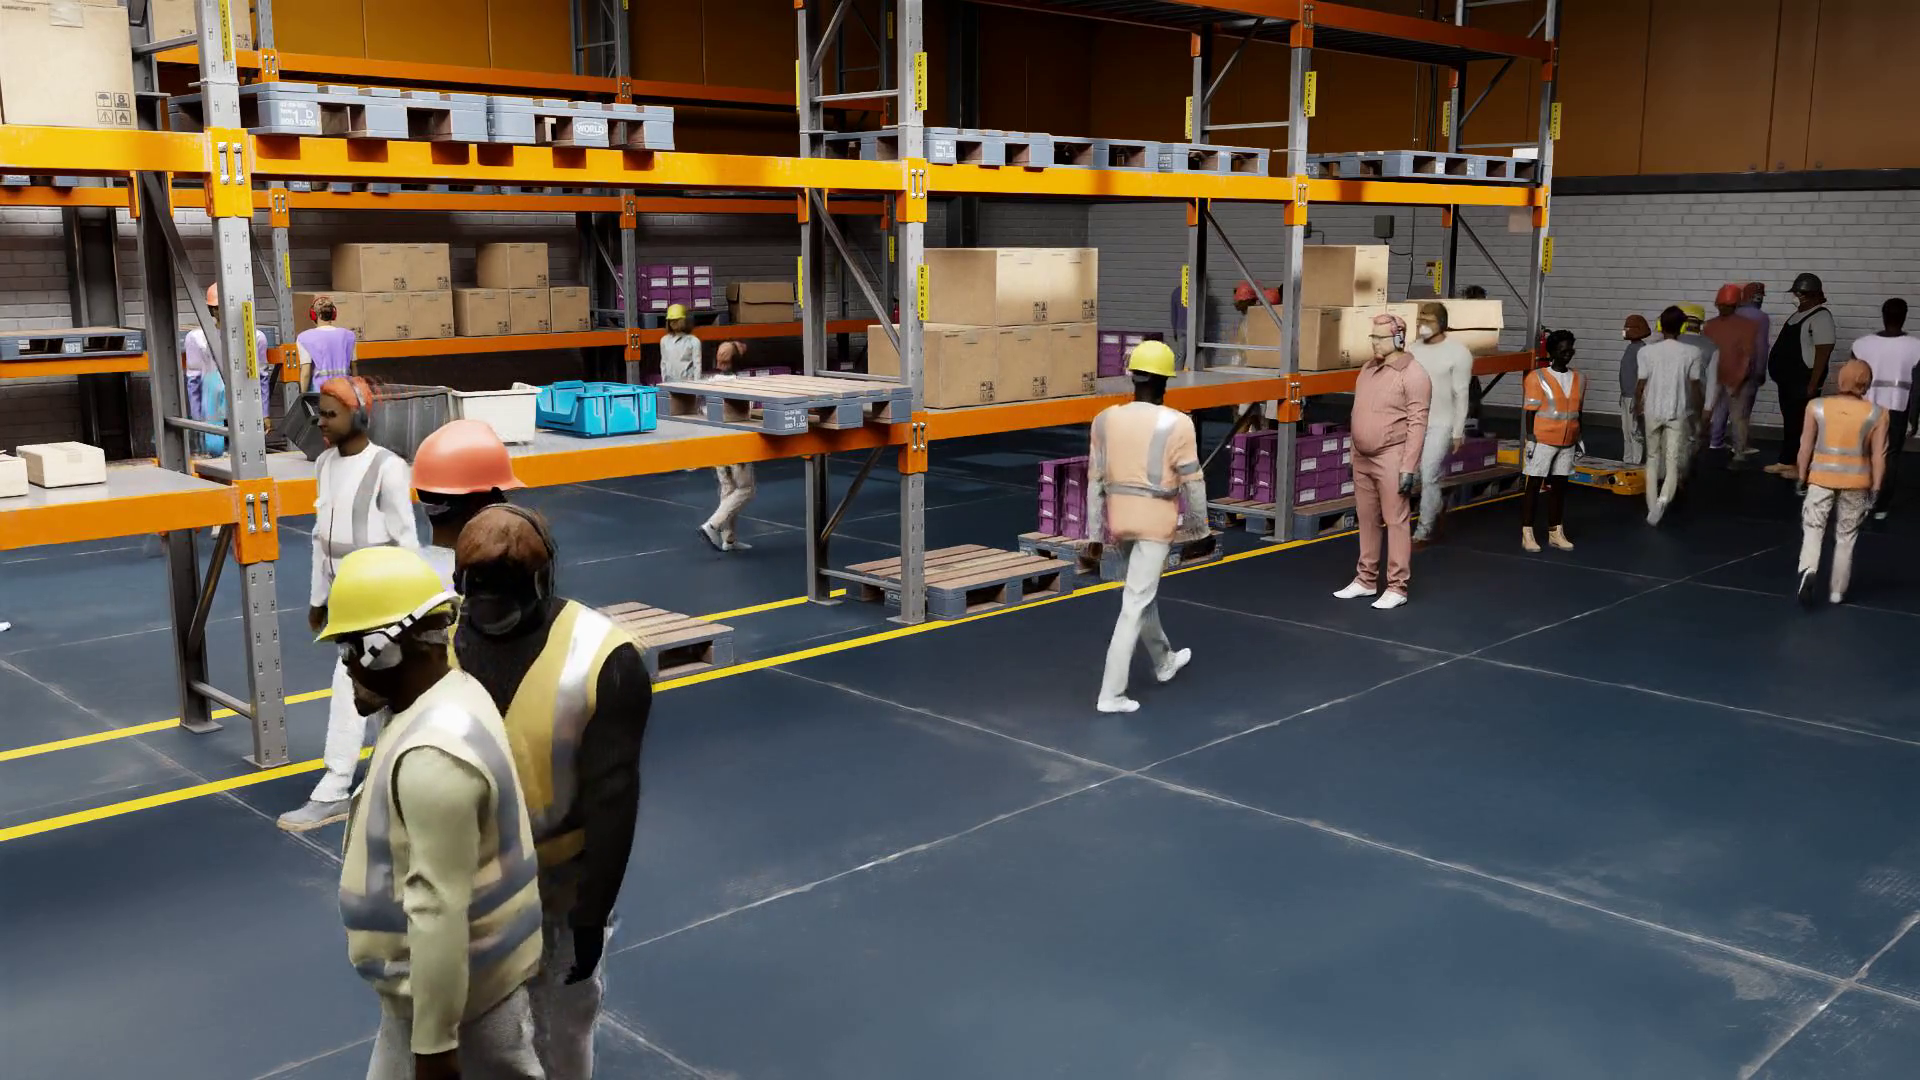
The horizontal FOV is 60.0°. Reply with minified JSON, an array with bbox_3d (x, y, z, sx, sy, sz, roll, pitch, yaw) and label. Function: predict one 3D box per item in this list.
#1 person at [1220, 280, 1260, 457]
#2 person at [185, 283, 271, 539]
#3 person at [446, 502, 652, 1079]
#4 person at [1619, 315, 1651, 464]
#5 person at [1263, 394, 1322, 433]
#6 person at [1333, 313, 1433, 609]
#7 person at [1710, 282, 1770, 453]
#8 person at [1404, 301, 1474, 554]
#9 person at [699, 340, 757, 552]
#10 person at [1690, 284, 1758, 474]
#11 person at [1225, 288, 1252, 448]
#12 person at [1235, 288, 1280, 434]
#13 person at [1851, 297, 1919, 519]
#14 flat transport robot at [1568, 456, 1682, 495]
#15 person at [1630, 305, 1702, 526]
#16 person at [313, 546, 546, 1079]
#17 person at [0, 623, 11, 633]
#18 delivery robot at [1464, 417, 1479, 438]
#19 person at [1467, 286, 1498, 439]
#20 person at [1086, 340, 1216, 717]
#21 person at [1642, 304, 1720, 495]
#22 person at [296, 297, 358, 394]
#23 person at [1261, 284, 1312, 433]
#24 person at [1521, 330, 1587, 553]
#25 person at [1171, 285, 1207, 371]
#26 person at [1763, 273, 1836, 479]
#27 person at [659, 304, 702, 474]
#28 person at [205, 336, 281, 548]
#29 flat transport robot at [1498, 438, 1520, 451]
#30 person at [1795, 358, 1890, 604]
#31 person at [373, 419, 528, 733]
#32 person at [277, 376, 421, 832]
[{"bbox_3d":[3.068,-1.821,17.883,0.611,1.915,0.565,2,11,12],"label":"person"},{"bbox_3d":[-5.809,-1.031,13.261,0.608,2.044,0.370,-6,12,-28],"label":"person"},{"bbox_3d":[-1.022,0.807,3.851,0.643,1.818,0.508,1,10,5],"label":"person"},{"bbox_3d":[6.581,-1.388,16.325,0.281,1.633,0.500,1,10,6],"label":"person"},{"bbox_3d":[3.319,-1.595,16.813,1.007,1.876,0.592,-3,11,-18],"label":"person"},{"bbox_3d":[2.737,-0.512,10.807,0.411,1.908,0.643,-5,12,-26],"label":"person"},{"bbox_3d":[8.723,-1.911,18.492,0.407,1.894,0.662,-3,11,-18],"label":"person"},{"bbox_3d":[3.623,-0.869,12.712,0.677,1.919,0.635,-9,14,-40],"label":"person"},{"bbox_3d":[-1.763,-0.682,12.509,0.432,1.626,0.519,-8,13,-36],"label":"person"},{"bbox_3d":[7.721,-1.617,16.814,1.026,1.929,0.591,-10,14,-43],"label":"person"},{"bbox_3d":[3.338,-1.953,18.845,0.593,1.845,0.567,-2,11,-10],"label":"person"},{"bbox_3d":[2.975,-1.566,16.602,0.591,1.889,0.778,5,12,27],"label":"person"},{"bbox_3d":[7.753,-1.083,13.973,0.591,1.896,0.738,7,13,34],"label":"person"},{"bbox_3d":[6.120,-0.638,15.950,0.652,0.197,1.431,-5,11,-25],"label":"flat transport robot"},{"bbox_3d":[5.800,-0.998,13.652,0.551,1.837,0.797,4,11,23],"label":"person"},{"bbox_3d":[-1.021,0.888,3.552,0.879,1.778,0.608,-4,11,-20],"label":"person"},{"bbox_3d":[-6.226,-0.283,9.682,0.640,1.865,0.975,7,12,33],"label":"person"},{"bbox_3d":[5.388,-1.264,18.333,0.477,0.478,0.707,-3,11,-18],"label":"delivery robot"},{"bbox_3d":[6.031,-2.066,19.534,0.709,1.808,0.612,2,11,11],"label":"person"},{"bbox_3d":[0.982,-0.076,8.521,0.594,1.870,1.009,9,14,42],"label":"person"},{"bbox_3d":[6.678,-1.296,15.466,0.647,1.784,0.892,5,12,27],"label":"person"},{"bbox_3d":[-5.778,-1.300,15.261,0.374,1.843,0.573,9,14,40],"label":"person"},{"bbox_3d":[3.118,-1.480,15.918,0.362,1.965,0.612,-10,14,-43],"label":"person"},{"bbox_3d":[4.528,-0.752,12.680,0.531,1.697,0.320,-3,11,-16],"label":"person"},{"bbox_3d":[3.437,-3.120,24.949,0.374,1.936,0.627,-9,14,-41],"label":"person"},{"bbox_3d":[8.331,-1.636,16.564,0.539,2.000,0.688,0,10,3],"label":"person"},{"bbox_3d":[-2.847,-1.501,16.716,0.508,1.701,0.849,3,11,18],"label":"person"},{"bbox_3d":[-5.606,-0.713,12.531,0.726,1.670,0.531,-8,13,-38],"label":"person"},{"bbox_3d":[5.748,-0.893,17.342,0.652,0.197,1.431,-3,11,-14],"label":"flat transport robot"},{"bbox_3d":[5.658,-0.356,10.711,0.530,1.622,0.580,7,12,33],"label":"person"},{"bbox_3d":[-1.275,0.649,4.384,0.552,1.936,0.360,6,12,30],"label":"person"},{"bbox_3d":[-2.460,0.220,7.023,0.597,1.842,0.983,9,14,40],"label":"person"}]
